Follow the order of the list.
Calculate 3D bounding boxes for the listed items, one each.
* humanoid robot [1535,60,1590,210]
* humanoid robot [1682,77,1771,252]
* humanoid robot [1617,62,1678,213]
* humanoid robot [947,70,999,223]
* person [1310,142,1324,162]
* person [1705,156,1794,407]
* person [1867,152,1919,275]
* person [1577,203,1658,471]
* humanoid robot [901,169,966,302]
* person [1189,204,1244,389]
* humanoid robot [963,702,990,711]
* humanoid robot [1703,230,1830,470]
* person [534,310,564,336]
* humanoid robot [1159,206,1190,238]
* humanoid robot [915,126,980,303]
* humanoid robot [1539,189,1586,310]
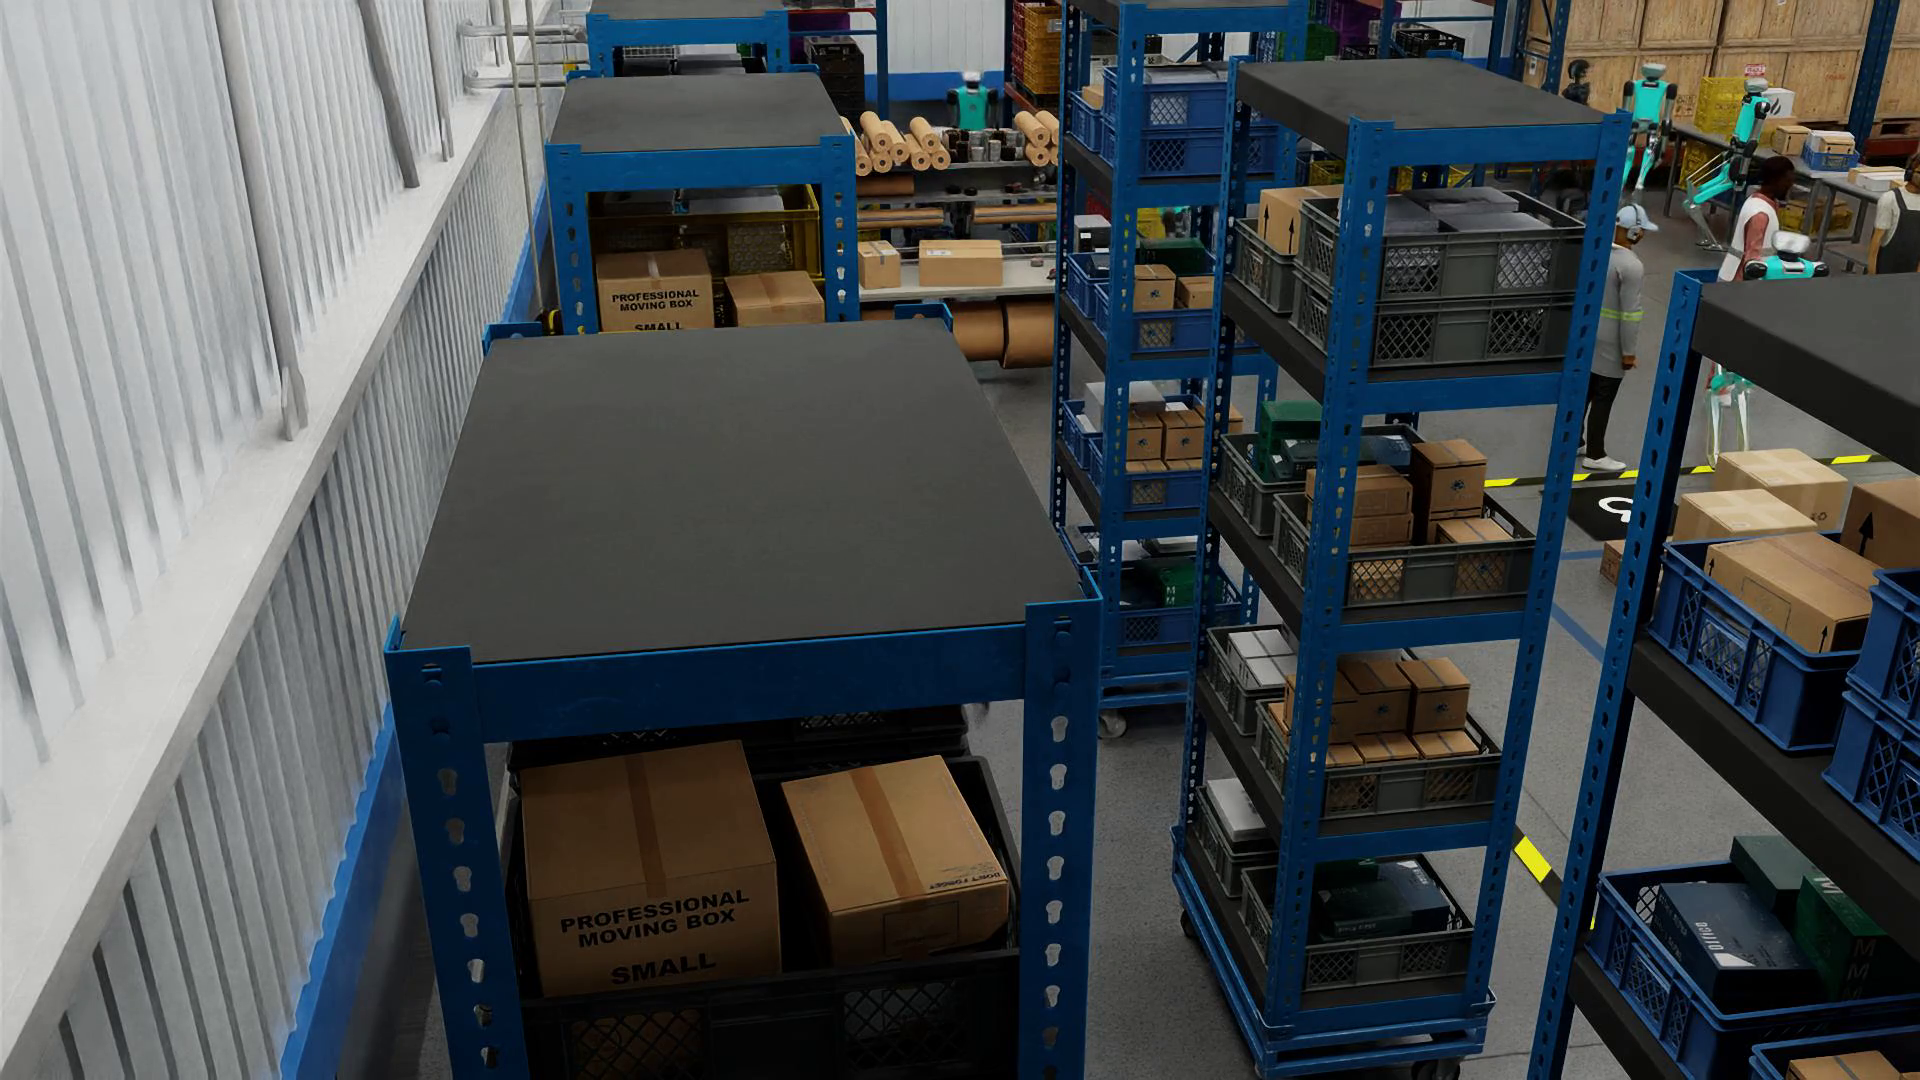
[{"bbox_3d":[6.718,-4.451,18.341,0.771,1.629,0.602,1,25,2],"label":"humanoid robot"},{"bbox_3d":[7.497,-3.713,16.452,0.735,1.677,0.533,3,25,7],"label":"humanoid robot"},{"bbox_3d":[7.032,-4.001,17.275,0.531,1.771,0.969,12,27,24],"label":"humanoid robot"},{"bbox_3d":[0.120,-4.059,17.390,0.530,1.741,1.024,-1,25,-2],"label":"humanoid robot"},{"bbox_3d":[4.369,-5.043,19.387,0.621,1.838,0.429,0,25,0],"label":"person"},{"bbox_3d":[5.947,-1.954,12.590,0.393,1.911,0.583,12,27,24],"label":"person"},{"bbox_3d":[7.309,-2.112,13.002,0.512,1.845,0.337,-7,26,-15],"label":"person"},{"bbox_3d":[4.481,-1.392,11.430,0.383,1.852,0.588,-5,25,-10],"label":"person"},{"bbox_3d":[-0.233,-2.501,14.101,0.587,1.637,0.726,6,25,14],"label":"humanoid robot"},{"bbox_3d":[2.043,-2.048,12.997,0.502,1.726,0.550,20,32,37],"label":"person"},{"bbox_3d":[-0.156,0.546,7.446,0.610,1.632,0.635,3,25,7],"label":"humanoid robot"},{"bbox_3d":[5.346,-1.311,11.229,0.533,1.677,0.735,1,25,1],"label":"humanoid robot"},{"bbox_3d":[-2.121,-0.379,9.215,0.328,1.865,0.518,2,25,5],"label":"person"},{"bbox_3d":[1.966,-2.408,13.863,0.753,1.852,0.563,5,25,11],"label":"humanoid robot"},{"bbox_3d":[-0.041,-2.719,14.501,0.534,1.844,0.809,12,27,25],"label":"humanoid robot"},{"bbox_3d":[4.605,-1.889,12.765,0.764,1.618,0.590,-6,25,-13],"label":"humanoid robot"}]
